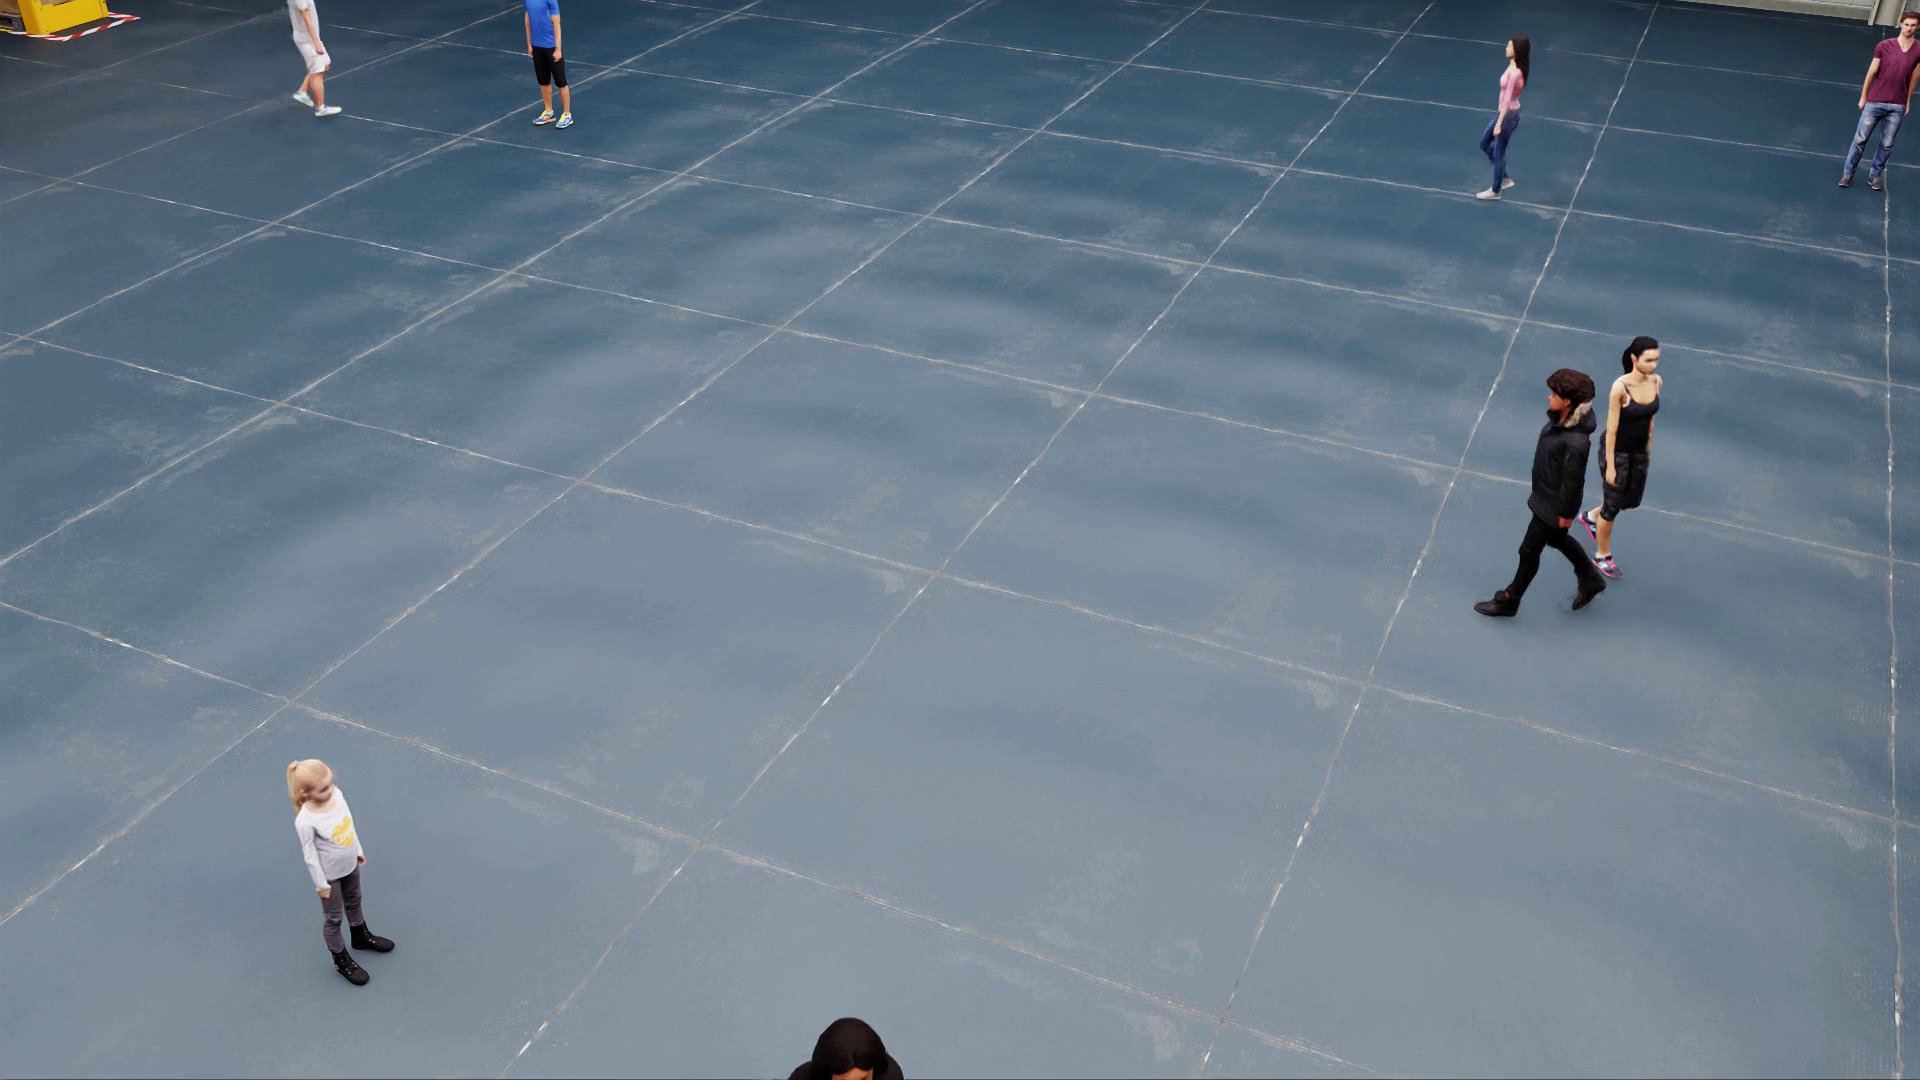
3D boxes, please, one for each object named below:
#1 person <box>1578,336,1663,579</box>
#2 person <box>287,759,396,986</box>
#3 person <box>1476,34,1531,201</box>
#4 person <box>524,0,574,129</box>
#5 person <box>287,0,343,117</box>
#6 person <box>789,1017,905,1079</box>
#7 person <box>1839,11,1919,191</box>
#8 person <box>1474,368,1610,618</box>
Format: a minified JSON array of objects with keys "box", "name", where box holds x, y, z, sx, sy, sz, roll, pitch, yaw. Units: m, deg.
[{"box":[4.418,-0.597,11.229,0.821,1.714,0.876,-13,34,-19],"name":"person"},{"box":[-3.074,1.594,8.162,0.529,1.280,0.513,9,33,15],"name":"person"},{"box":[5.703,-4.336,17.134,0.703,1.738,0.669,7,33,11],"name":"person"},{"box":[-4.773,-5.724,19.213,0.480,1.867,0.670,15,35,22],"name":"person"},{"box":[-7.714,-5.856,19.445,0.939,1.843,0.878,-13,34,-19],"name":"person"},{"box":[-0.482,2.409,6.382,1.126,1.800,1.123,-8,33,-13],"name":"person"},{"box":[9.752,-4.638,17.503,0.528,1.855,0.740,10,34,16],"name":"person"},{"box":[3.911,-0.264,10.676,1.210,1.741,0.932,0,32,0],"name":"person"}]
